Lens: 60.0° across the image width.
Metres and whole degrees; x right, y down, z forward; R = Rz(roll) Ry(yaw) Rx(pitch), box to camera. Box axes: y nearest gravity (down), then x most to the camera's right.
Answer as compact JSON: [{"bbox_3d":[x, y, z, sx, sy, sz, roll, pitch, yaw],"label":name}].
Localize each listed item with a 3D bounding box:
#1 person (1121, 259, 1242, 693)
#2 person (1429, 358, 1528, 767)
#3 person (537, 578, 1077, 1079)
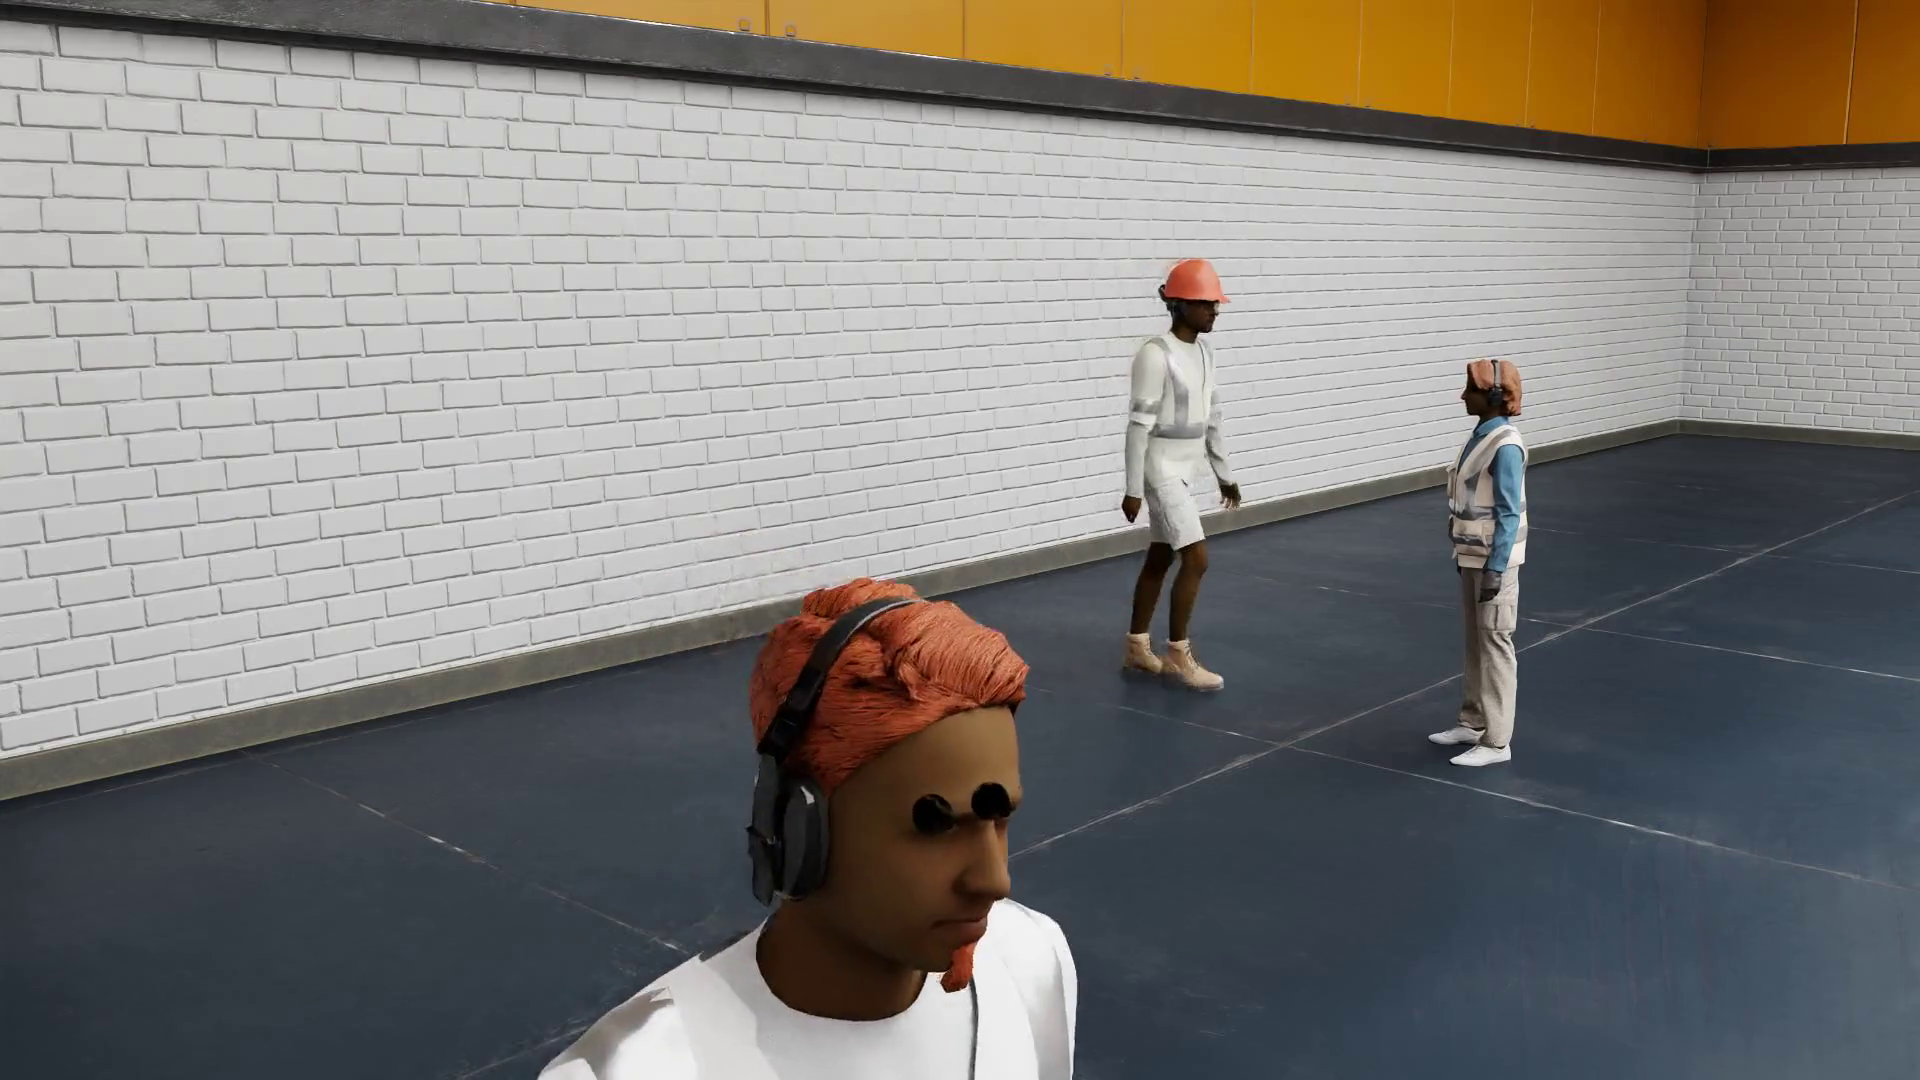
[{"bbox_3d":[1.074,-0.297,7.844,0.757,2.015,0.619,5,11,28],"label":"person"},{"bbox_3d":[2.114,0.093,6.697,0.311,1.640,0.512,1,10,3],"label":"person"},{"bbox_3d":[-0.114,0.934,1.398,0.599,1.833,1.036,-9,13,-40],"label":"person"}]
